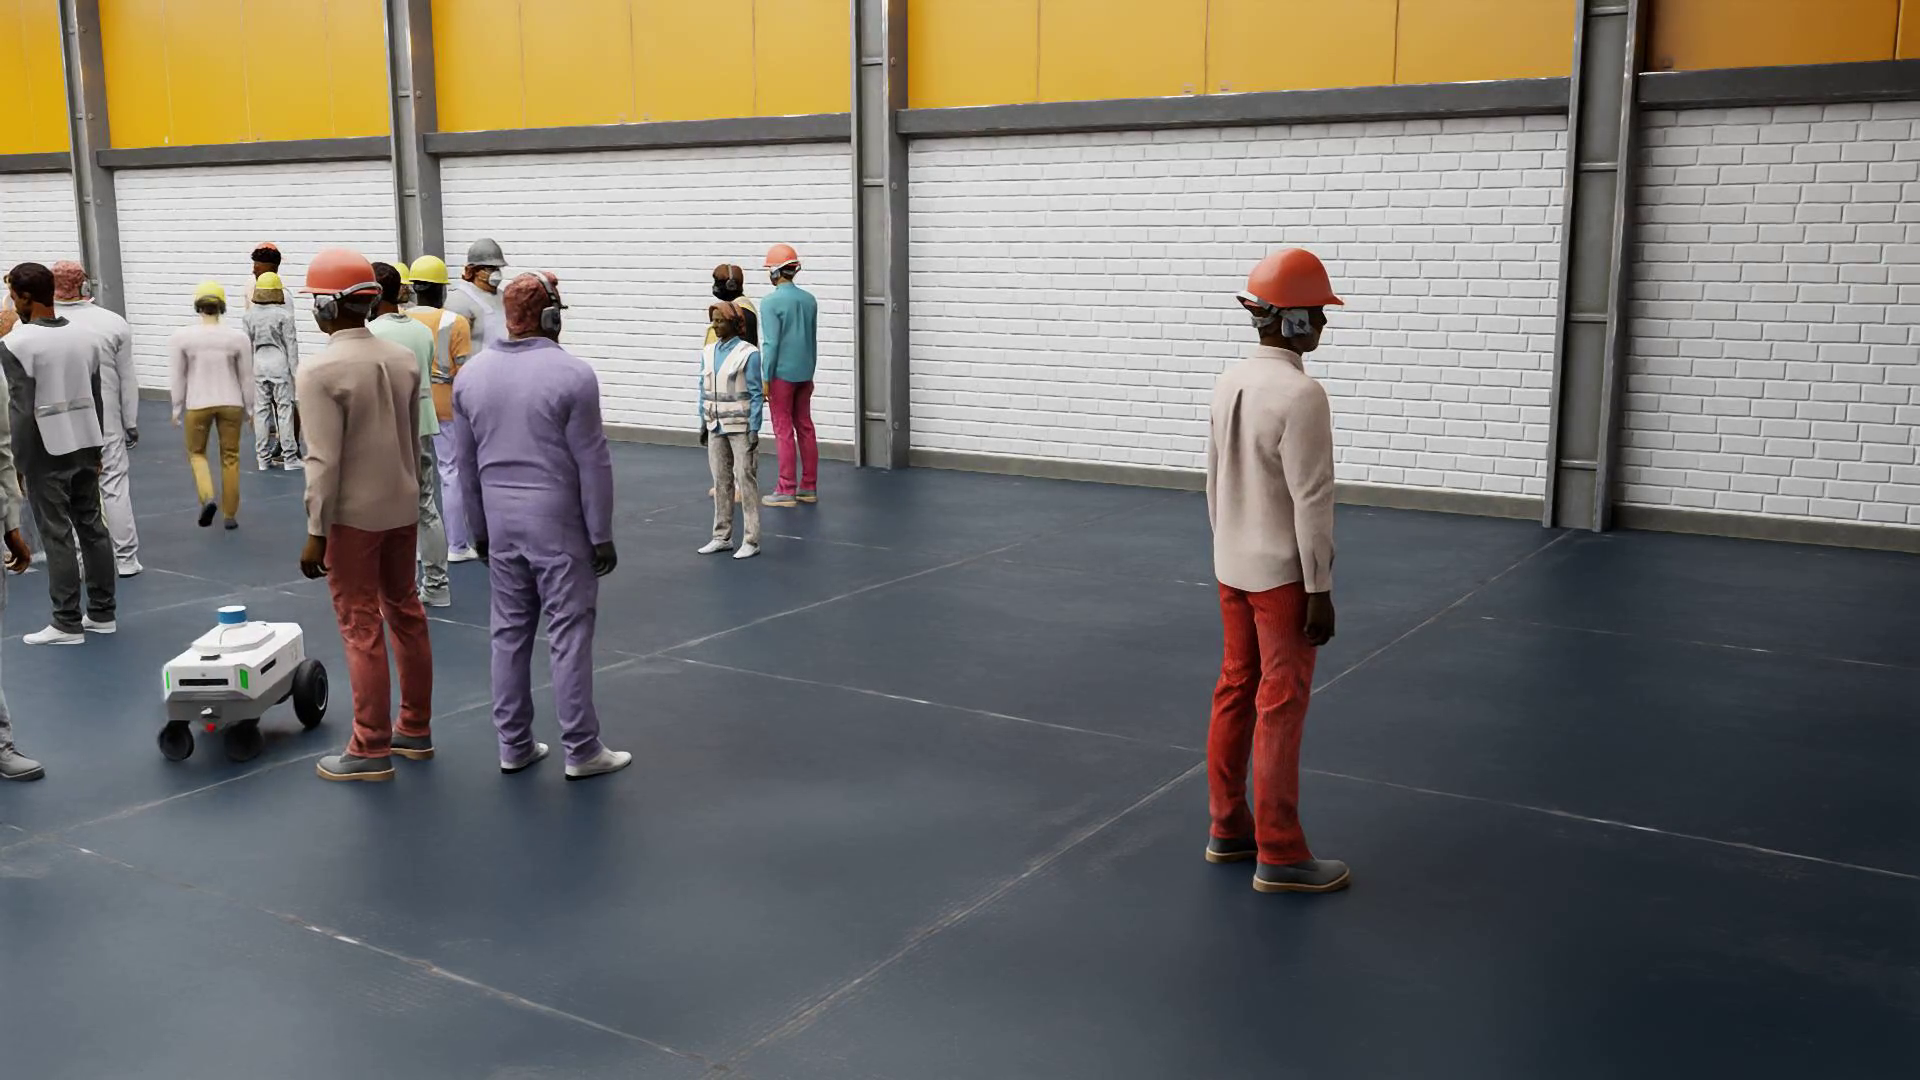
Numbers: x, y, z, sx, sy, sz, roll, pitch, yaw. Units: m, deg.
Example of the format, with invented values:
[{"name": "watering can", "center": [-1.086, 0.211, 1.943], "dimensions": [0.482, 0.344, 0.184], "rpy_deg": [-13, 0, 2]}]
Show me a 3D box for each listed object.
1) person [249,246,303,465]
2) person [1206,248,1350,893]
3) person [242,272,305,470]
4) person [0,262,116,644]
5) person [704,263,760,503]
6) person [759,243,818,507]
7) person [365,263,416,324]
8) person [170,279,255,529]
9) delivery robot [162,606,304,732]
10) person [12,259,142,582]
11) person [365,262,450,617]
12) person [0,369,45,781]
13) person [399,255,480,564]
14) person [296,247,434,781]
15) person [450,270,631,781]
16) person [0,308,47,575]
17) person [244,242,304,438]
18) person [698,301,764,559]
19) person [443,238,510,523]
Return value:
[{"name": "person", "center": [-6.208, -1.669, 15.084], "dimensions": [0.367, 1.966, 0.607], "rpy_deg": [-8, 13, -38]}, {"name": "person", "center": [0.990, 0.097, 5.217], "dimensions": [0.379, 1.996, 0.610], "rpy_deg": [-4, 11, -21]}, {"name": "person", "center": [-6.054, -1.486, 14.687], "dimensions": [0.494, 1.743, 0.308], "rpy_deg": [2, 10, 9]}, {"name": "person", "center": [-4.525, -0.428, 8.352], "dimensions": [0.391, 1.915, 0.587], "rpy_deg": [3, 11, 14]}, {"name": "person", "center": [-1.771, -1.213, 12.905], "dimensions": [0.429, 1.842, 0.636], "rpy_deg": [-4, 11, -21]}, {"name": "person", "center": [-1.326, -1.254, 12.704], "dimensions": [0.396, 1.992, 0.619], "rpy_deg": [7, 12, 33]}, {"name": "person", "center": [-4.883, -1.488, 14.485], "dimensions": [0.403, 1.825, 0.596], "rpy_deg": [5, 11, 25]}, {"name": "person", "center": [-5.181, -0.928, 11.564], "dimensions": [0.538, 1.754, 0.382], "rpy_deg": [-5, 12, -27]}, {"name": "delivery robot", "center": [-2.903, 0.508, 6.672], "dimensions": [0.477, 0.478, 0.707], "rpy_deg": [-1, 10, -4]}, {"name": "person", "center": [-5.225, -0.700, 9.880], "dimensions": [0.643, 1.910, 0.399], "rpy_deg": [-5, 12, -28]}, {"name": "person", "center": [-3.019, -0.535, 8.978], "dimensions": [0.390, 1.908, 0.584], "rpy_deg": [3, 11, 17]}, {"name": "person", "center": [-3.692, -0.029, 6.041], "dimensions": [0.384, 1.951, 0.605], "rpy_deg": [5, 11, 25]}, {"name": "person", "center": [-3.301, -0.808, 10.423], "dimensions": [0.594, 1.924, 0.382], "rpy_deg": [1, 10, 7]}, {"name": "person", "center": [-2.251, -0.090, 6.255], "dimensions": [0.384, 1.996, 0.610], "rpy_deg": [4, 11, 20]}, {"name": "person", "center": [-1.561, -0.048, 6.266], "dimensions": [0.637, 1.911, 0.403], "rpy_deg": [4, 11, 22]}, {"name": "person", "center": [-5.757, -0.601, 10.179], "dimensions": [0.505, 1.638, 0.401], "rpy_deg": [8, 13, 37]}, {"name": "person", "center": [-7.073, -2.047, 17.095], "dimensions": [0.611, 1.996, 0.379], "rpy_deg": [7, 12, 33]}, {"name": "person", "center": [-1.465, -0.701, 10.629], "dimensions": [0.522, 1.640, 0.305], "rpy_deg": [8, 13, 36]}, {"name": "person", "center": [-3.335, -1.138, 11.937], "dimensions": [0.538, 2.000, 0.689], "rpy_deg": [4, 11, 20]}]
